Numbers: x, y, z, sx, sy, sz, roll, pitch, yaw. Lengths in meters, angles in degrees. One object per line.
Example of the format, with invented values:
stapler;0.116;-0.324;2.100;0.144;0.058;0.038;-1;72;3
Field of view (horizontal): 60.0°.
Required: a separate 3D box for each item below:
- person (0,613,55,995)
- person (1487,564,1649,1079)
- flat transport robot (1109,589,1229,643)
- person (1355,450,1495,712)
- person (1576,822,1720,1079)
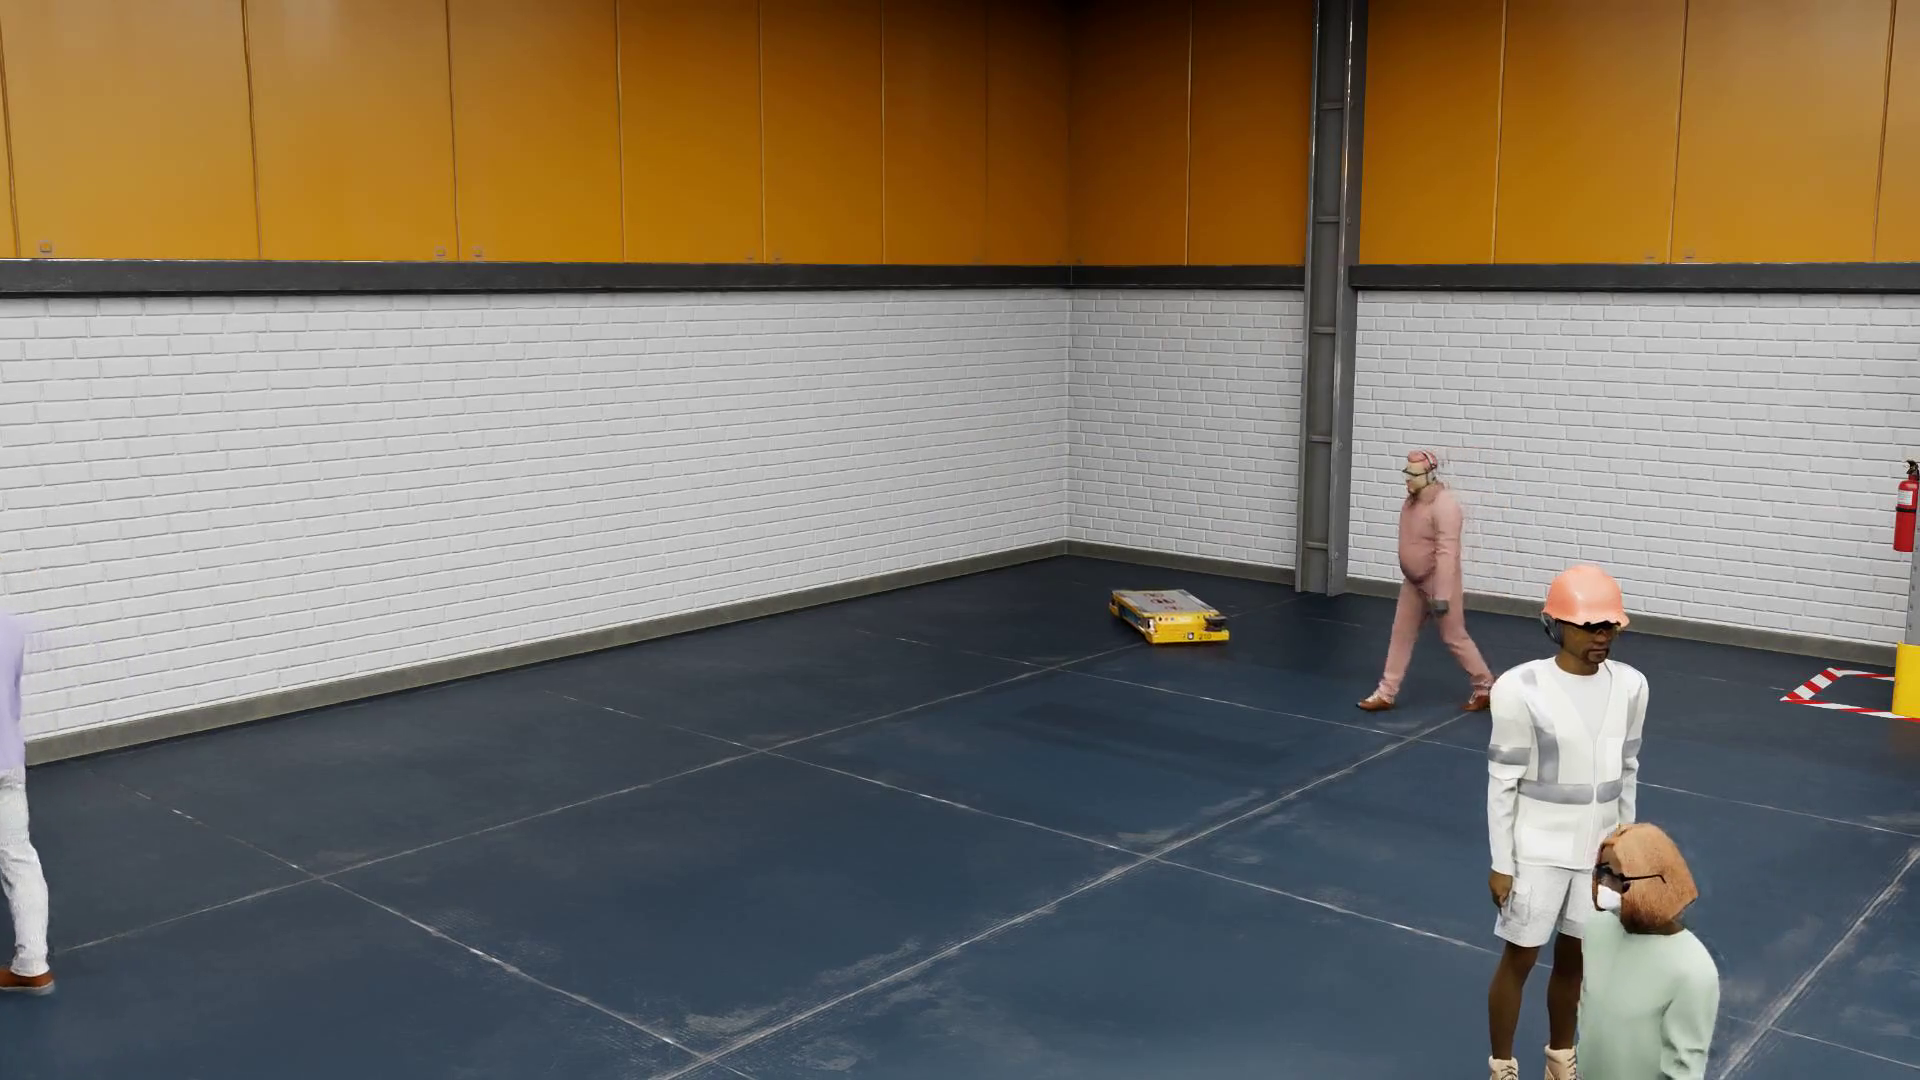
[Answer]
person;-4.231;0.983;6.976;0.857;1.907;0.655;3;10;20
person;2.149;1.089;5.872;0.609;2.044;0.396;-3;9;-15
flat transport robot;1.770;0.633;14.277;0.652;0.197;1.431;-2;9;-9
person;3.280;0.298;11.479;1.005;1.858;0.691;-2;9;-14
person;1.840;1.530;4.441;0.738;1.609;0.499;-3;10;-20
